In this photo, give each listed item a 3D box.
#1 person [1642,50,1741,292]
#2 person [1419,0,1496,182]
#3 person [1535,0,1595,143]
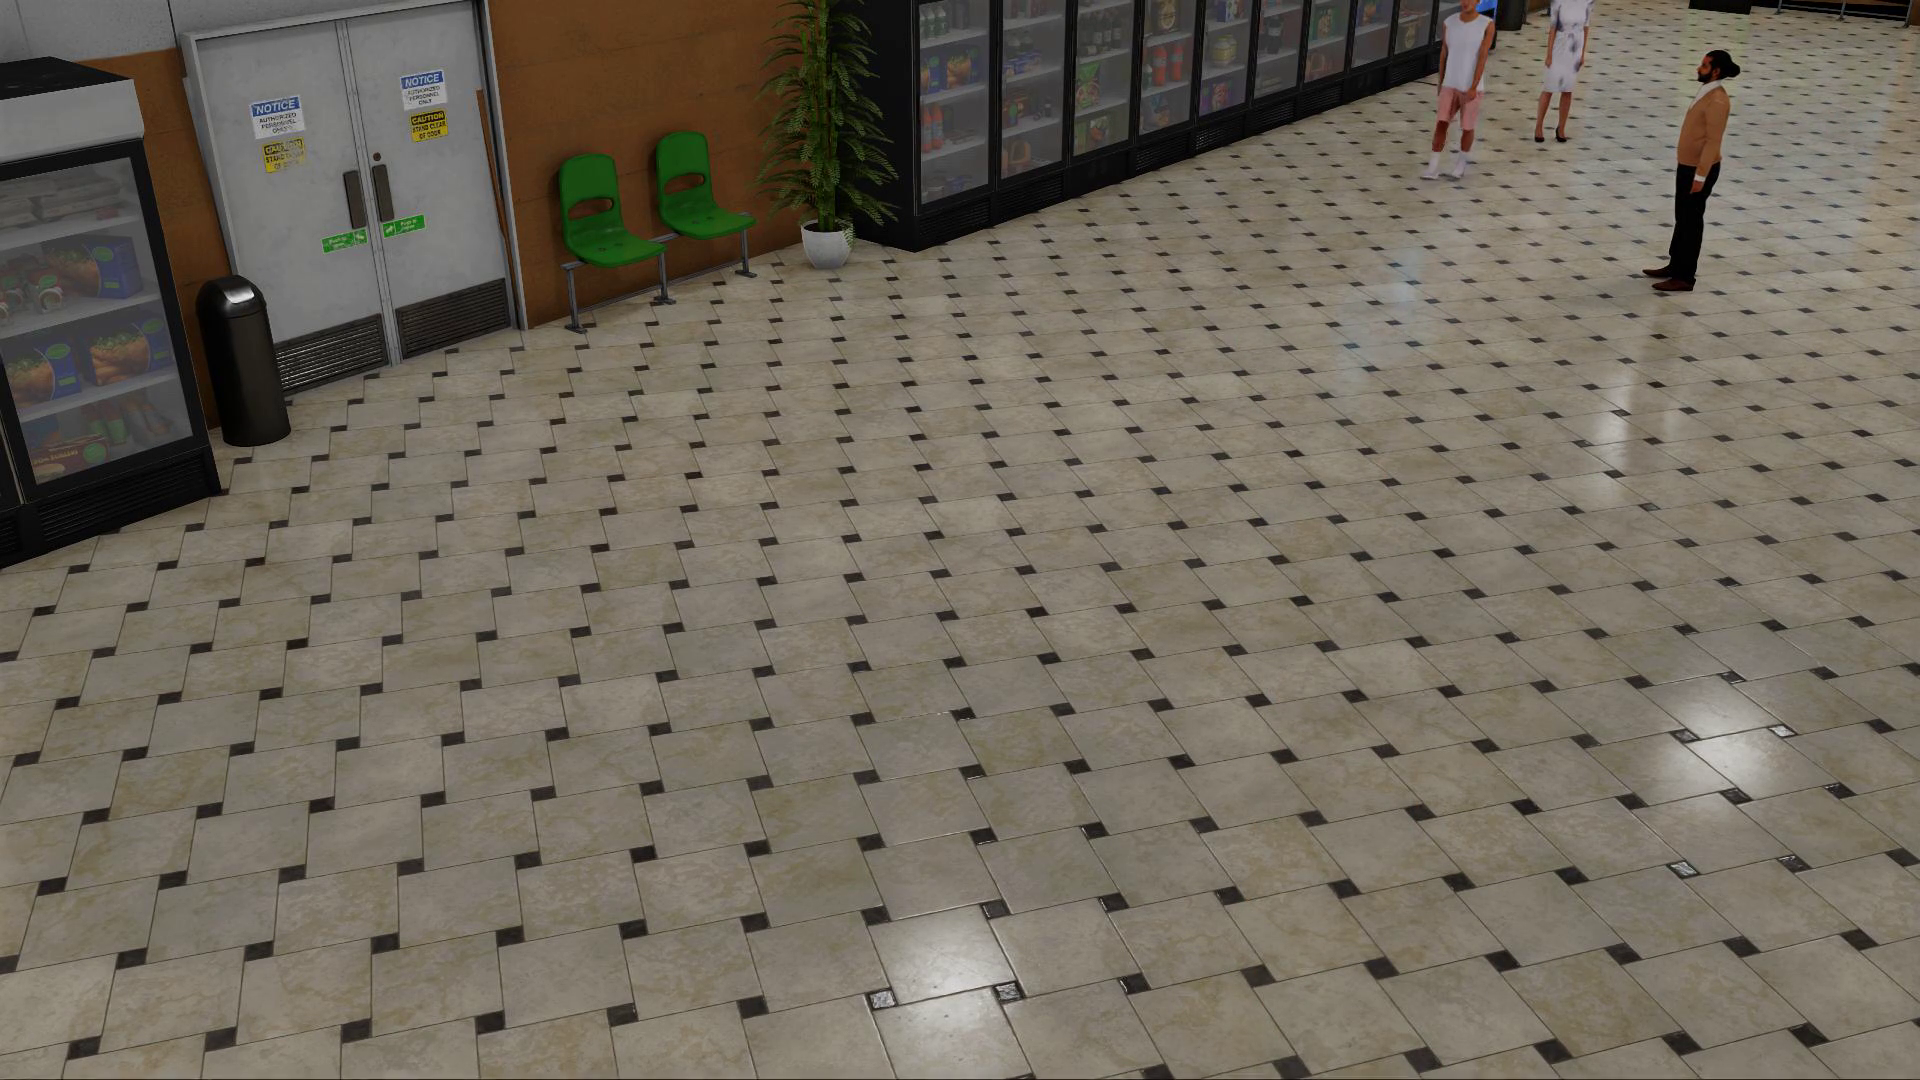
[{"bbox_3d":[5.458,-2.732,12.311,0.763,1.754,0.752,5,27,9],"label":"person"},{"bbox_3d":[4.603,-4.139,15.086,0.937,1.754,0.740,17,31,30],"label":"person"},{"bbox_3d":[5.970,-4.815,16.426,0.638,1.746,0.699,-2,27,-4],"label":"person"}]
